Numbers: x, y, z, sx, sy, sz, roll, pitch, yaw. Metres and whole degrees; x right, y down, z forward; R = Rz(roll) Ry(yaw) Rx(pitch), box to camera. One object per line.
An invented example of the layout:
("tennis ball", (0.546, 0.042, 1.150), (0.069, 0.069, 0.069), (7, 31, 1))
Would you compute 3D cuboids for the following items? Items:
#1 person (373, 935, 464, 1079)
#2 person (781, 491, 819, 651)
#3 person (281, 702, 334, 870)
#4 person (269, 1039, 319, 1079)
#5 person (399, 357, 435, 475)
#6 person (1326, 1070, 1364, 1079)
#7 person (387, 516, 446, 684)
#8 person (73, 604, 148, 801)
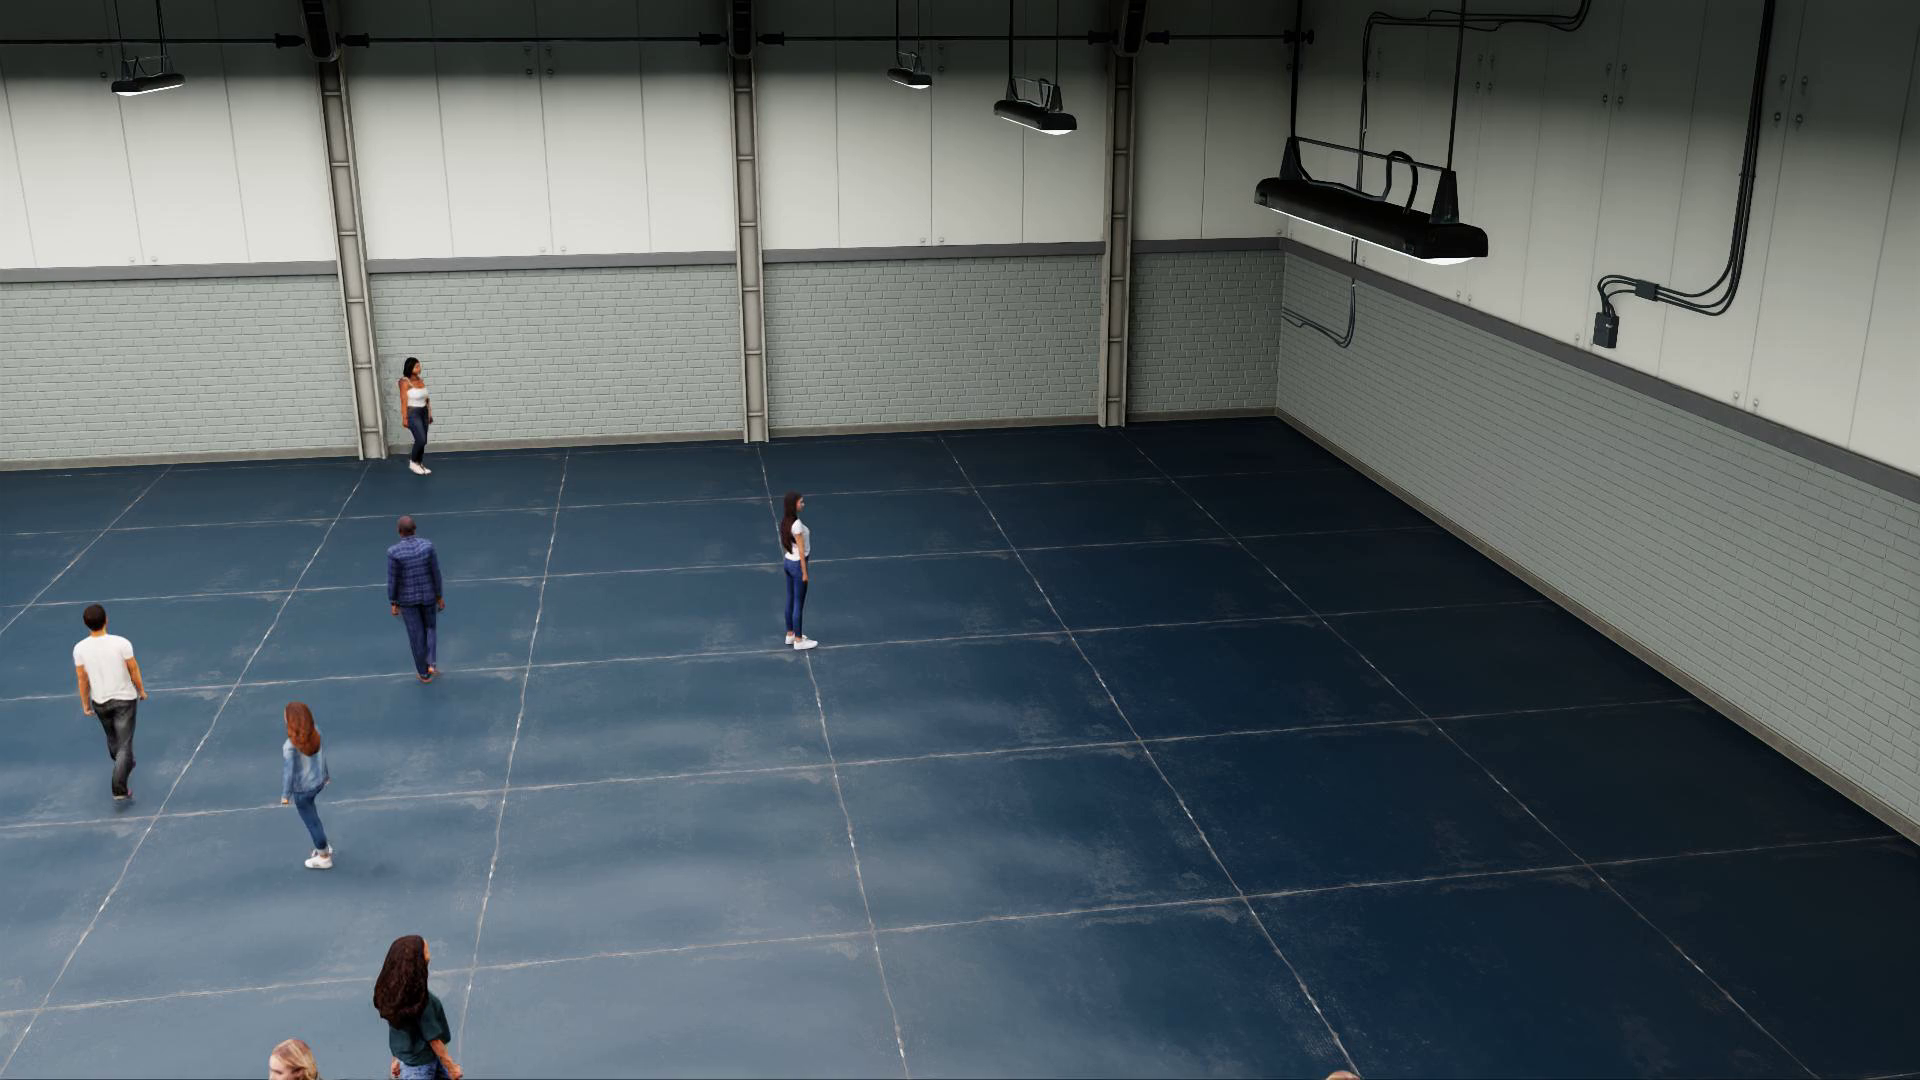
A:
("person", (-3.309, 3.165, 9.937), (1.188, 1.574, 0.978), (-15, 23, -39))
("person", (-1.820, 0.326, 18.329), (0.610, 1.775, 0.645), (-9, 20, -25))
("person", (-5.281, 2.021, 13.620), (0.638, 1.468, 0.634), (3, 18, 10))
("person", (-3.406, 3.412, 8.892), (1.112, 1.751, 1.247), (15, 23, 38))
("person", (-8.247, -1.852, 24.981), (0.808, 1.798, 0.782), (7, 19, 20))
("person", (1.917, 3.491, 8.695), (0.728, 1.723, 0.697), (8, 20, 23))
("person", (-5.633, 0.644, 17.297), (0.707, 1.811, 0.846), (-10, 21, -28))
("person", (-7.557, 1.473, 14.818), (1.071, 1.768, 0.699), (-3, 18, -9))
